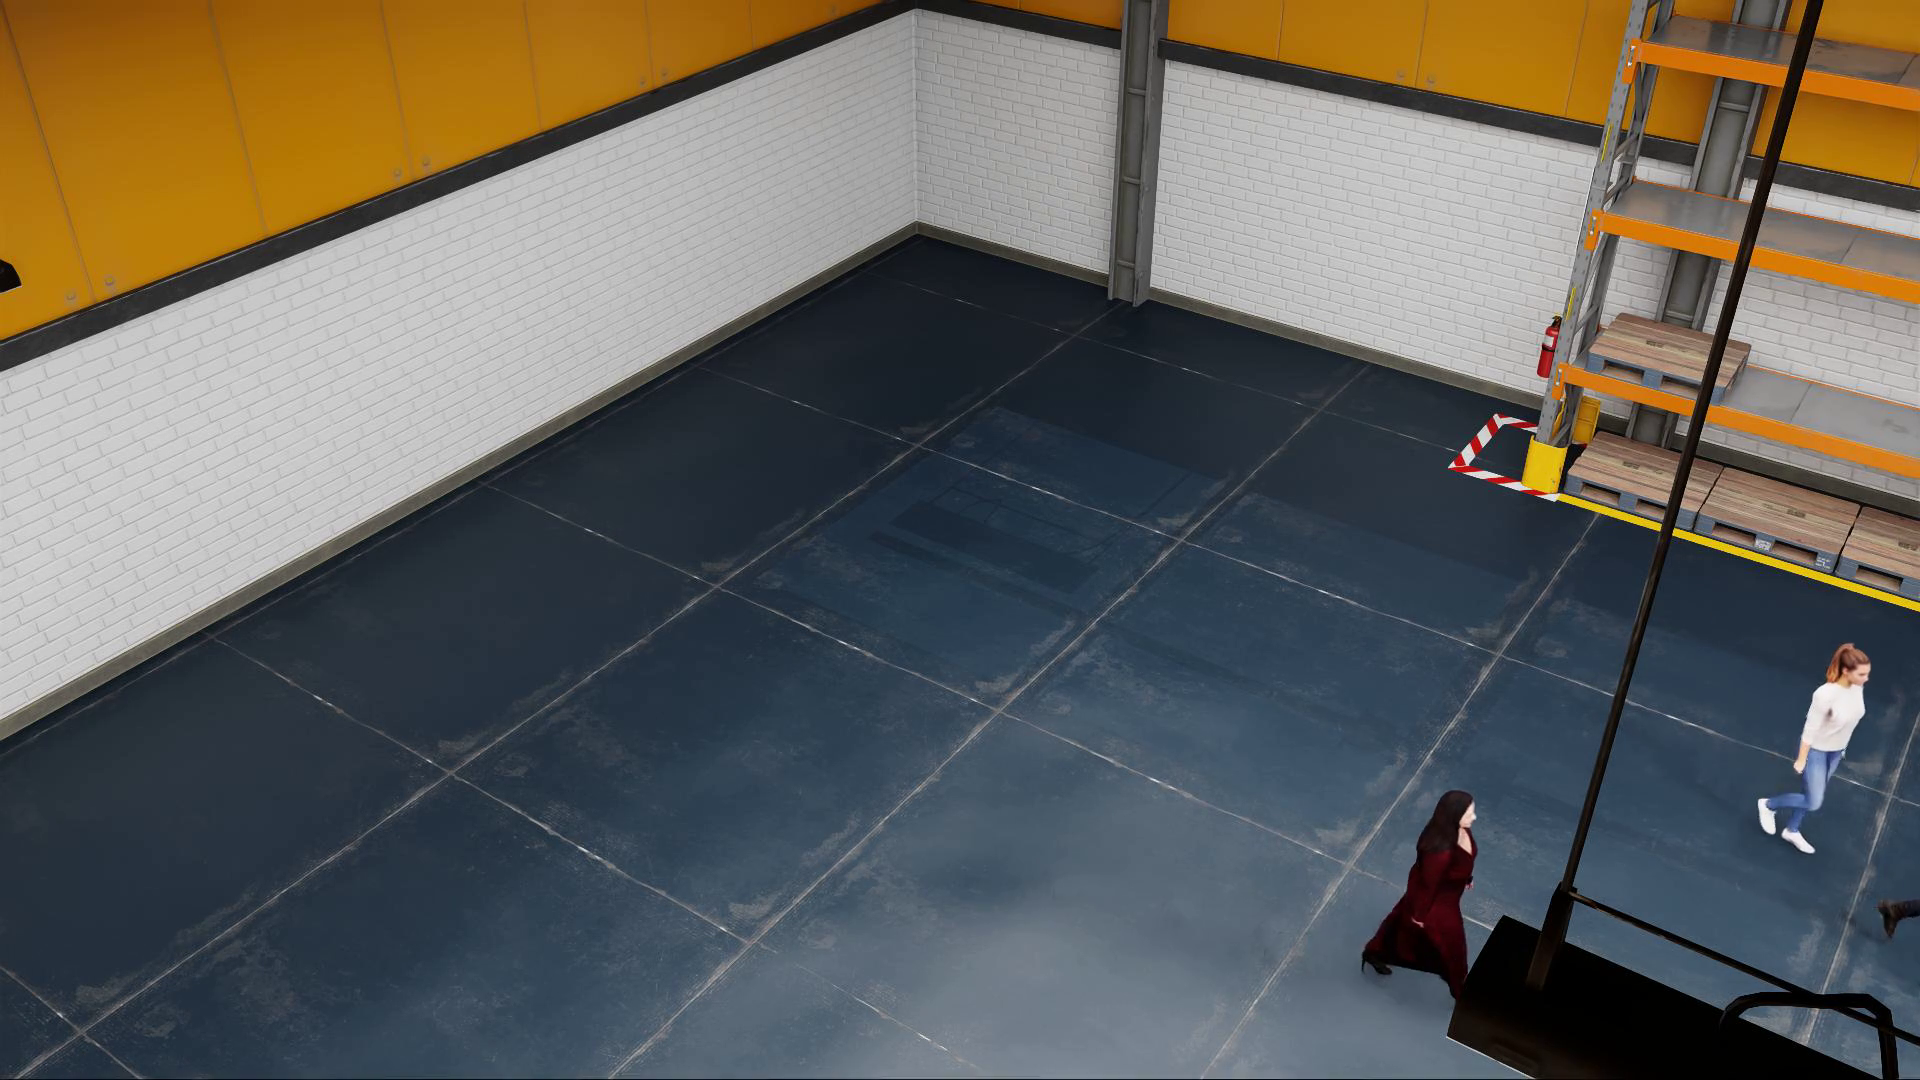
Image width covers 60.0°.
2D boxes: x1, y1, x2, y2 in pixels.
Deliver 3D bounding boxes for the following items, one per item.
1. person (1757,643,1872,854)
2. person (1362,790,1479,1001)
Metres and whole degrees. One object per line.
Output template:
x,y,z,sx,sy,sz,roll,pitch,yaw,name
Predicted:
5.928,1.421,11.591,0.763,1.715,0.819,-16,37,-23,person
2.869,2.211,10.412,1.136,1.704,0.836,12,36,18,person
